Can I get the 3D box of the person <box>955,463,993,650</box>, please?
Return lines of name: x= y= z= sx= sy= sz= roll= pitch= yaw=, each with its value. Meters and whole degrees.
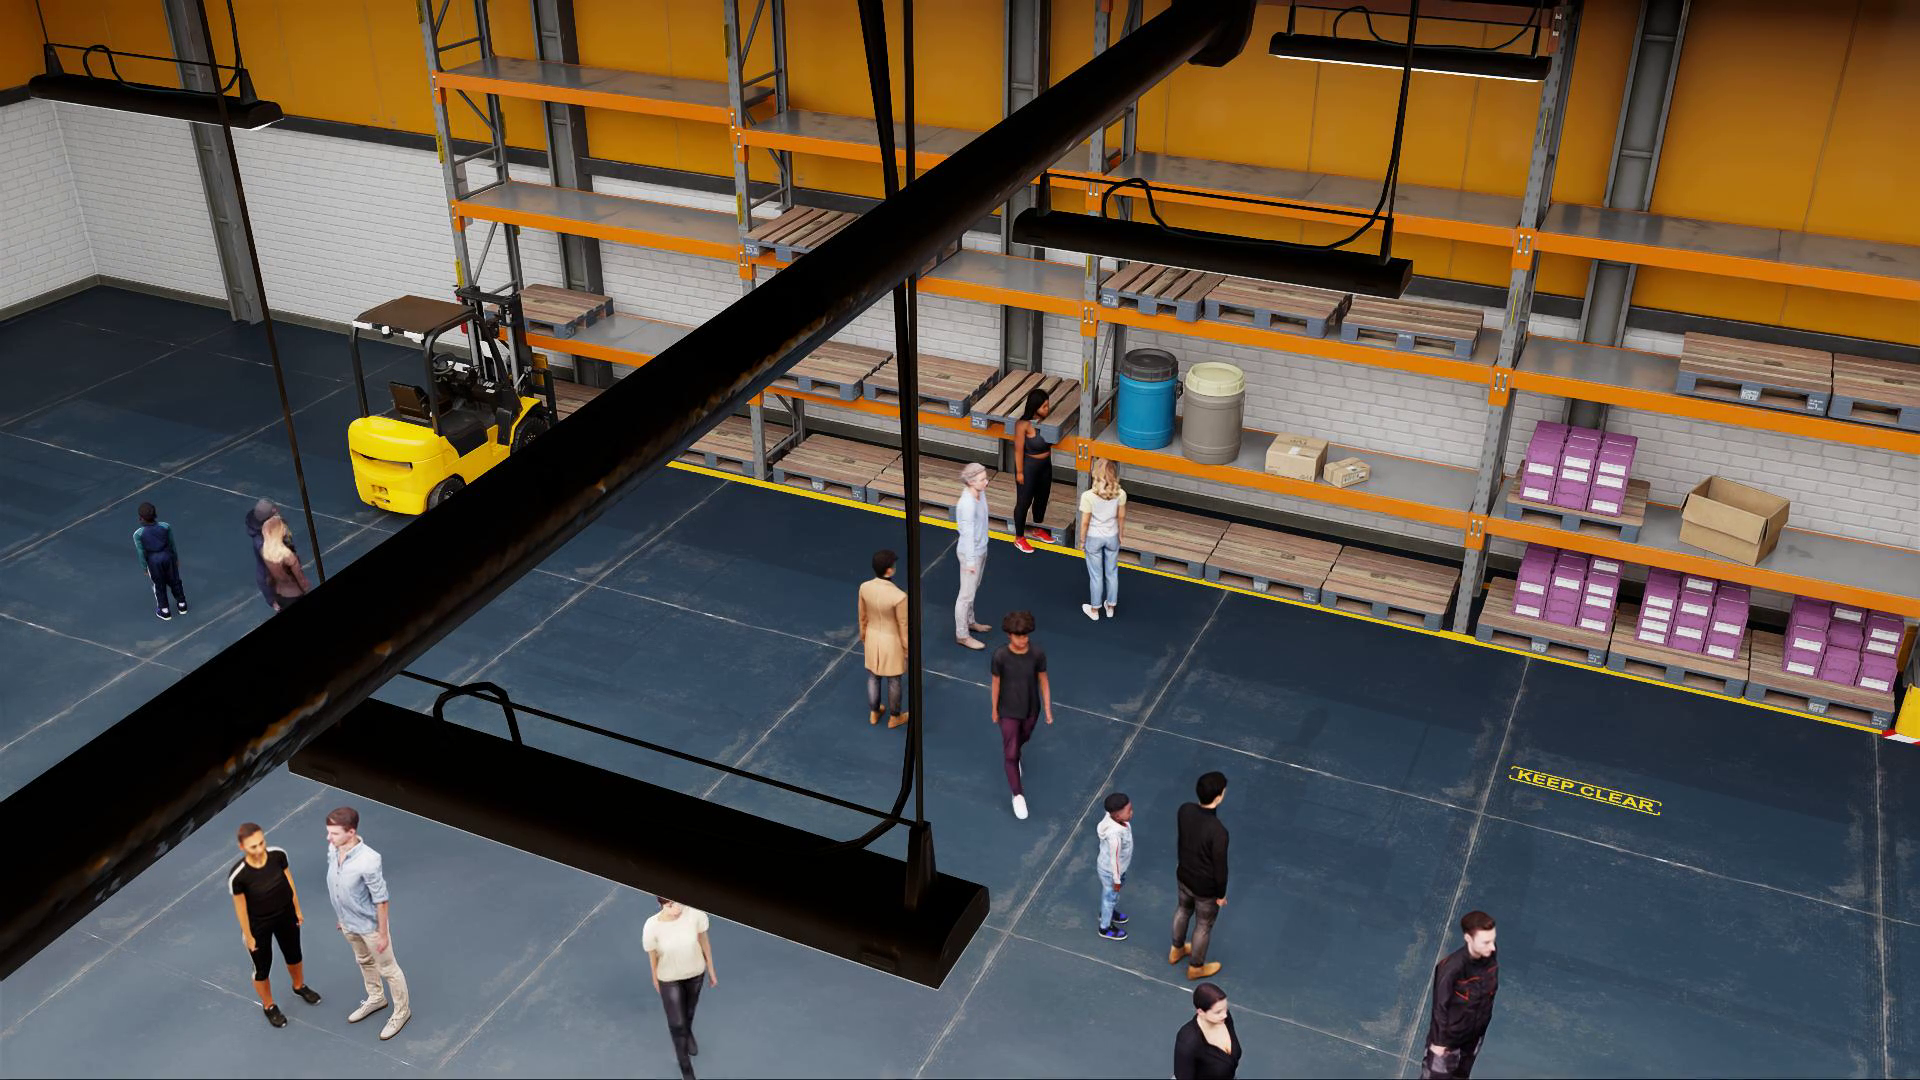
person: x=0.118 y=0.115 z=15.868 sx=0.620 sy=1.892 sz=0.707 roll=7 pitch=29 yaw=13

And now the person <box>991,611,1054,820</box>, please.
person: x=0.476 y=1.324 z=13.801 sx=1.117 sy=1.749 sz=1.129 roll=-7 pitch=29 yaw=-13

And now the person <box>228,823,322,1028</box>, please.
person: x=-4.787 y=2.620 z=11.512 sx=0.604 sy=1.666 sz=0.630 roll=22 pitch=36 yaw=35

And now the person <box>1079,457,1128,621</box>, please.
person: x=1.391 y=-0.009 z=16.274 sx=0.683 sy=1.722 sz=0.761 roll=-8 pitch=30 yaw=-14

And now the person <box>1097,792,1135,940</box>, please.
person: x=1.138 y=2.392 z=12.357 sx=0.574 sy=1.258 sz=0.537 roll=1 pitch=29 yaw=2

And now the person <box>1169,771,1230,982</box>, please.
person: x=1.715 y=2.391 z=11.876 sx=0.777 sy=1.720 sz=0.661 roll=-17 pitch=33 yaw=-28

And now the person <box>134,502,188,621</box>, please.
person: x=-7.892 y=0.192 z=16.392 sx=0.563 sy=1.256 sz=0.576 roll=-23 pitch=36 yaw=-36

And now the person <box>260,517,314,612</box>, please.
person: x=-6.156 y=0.602 z=15.184 sx=0.955 sy=1.693 sz=0.796 roll=18 pitch=33 yaw=30

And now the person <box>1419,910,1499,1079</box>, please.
person: x=3.114 y=3.080 z=10.410 sx=0.775 sy=1.915 sz=0.759 roll=-20 pitch=34 yaw=-32

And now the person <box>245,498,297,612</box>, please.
person: x=-6.473 y=0.379 z=15.621 sx=0.965 sy=1.666 sz=0.929 roll=-14 pitch=32 yaw=-24

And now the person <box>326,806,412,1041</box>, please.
person: x=-4.076 y=2.587 z=11.383 sx=0.520 sy=1.848 sz=0.738 roll=17 pitch=33 yaw=28

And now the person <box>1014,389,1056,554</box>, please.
person: x=0.775 y=-0.765 z=17.562 sx=0.747 sy=1.816 sz=0.743 roll=-24 pitch=37 yaw=-37

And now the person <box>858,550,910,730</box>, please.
person: x=-0.667 y=0.872 z=14.654 sx=0.545 sy=1.727 sz=0.697 roll=13 pitch=31 yaw=22

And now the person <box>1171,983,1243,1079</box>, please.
person: x=1.441 y=3.355 z=10.068 sx=0.695 sy=1.760 sz=0.724 roll=21 pitch=35 yaw=33

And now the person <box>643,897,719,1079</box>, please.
person: x=-1.895 y=2.865 z=11.164 sx=0.846 sy=1.569 sz=0.942 roll=-16 pitch=33 yaw=-27
